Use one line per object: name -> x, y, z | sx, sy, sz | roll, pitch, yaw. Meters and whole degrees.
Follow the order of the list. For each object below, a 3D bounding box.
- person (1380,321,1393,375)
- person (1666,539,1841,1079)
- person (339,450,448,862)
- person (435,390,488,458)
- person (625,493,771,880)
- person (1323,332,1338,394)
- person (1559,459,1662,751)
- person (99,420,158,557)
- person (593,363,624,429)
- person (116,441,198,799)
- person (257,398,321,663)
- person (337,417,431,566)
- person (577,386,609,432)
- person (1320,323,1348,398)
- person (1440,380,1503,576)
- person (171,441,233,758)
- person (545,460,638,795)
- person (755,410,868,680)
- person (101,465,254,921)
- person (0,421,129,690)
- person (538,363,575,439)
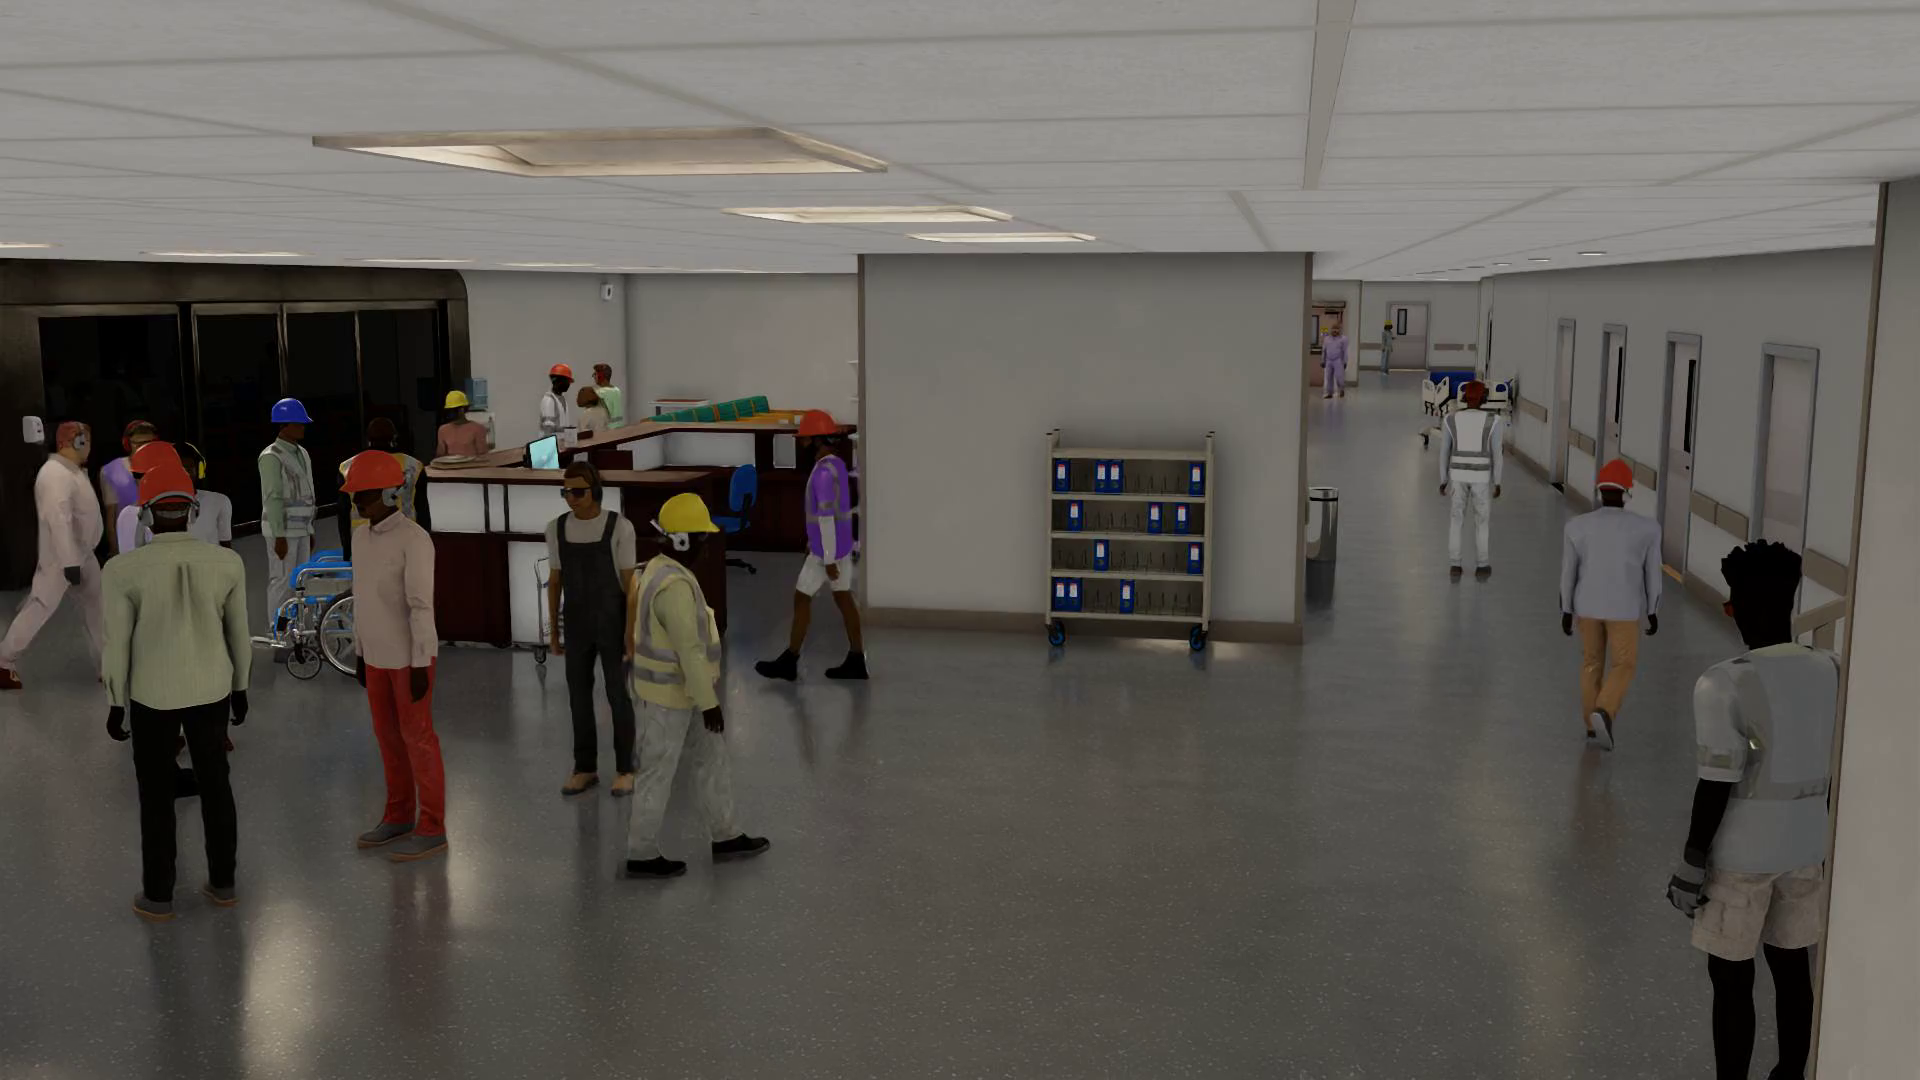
person -> 13.694, -6.149, 53.263 | 0.487, 1.746, 0.290 | -7, 11, -39
person -> 2.532, 0.972, 5.301 | 0.604, 1.959, 0.378 | -3, 9, -21
person -> -2.747, 0.551, 8.024 | 0.608, 1.986, 0.403 | 7, 11, 38
person -> -4.944, -0.597, 16.405 | 0.543, 1.748, 0.588 | 2, 9, 14
person -> -1.211, 0.684, 7.727 | 0.807, 1.798, 0.591 | -2, 9, -10
person -> 9.799, -4.669, 43.799 | 0.511, 1.638, 0.308 | 0, 9, -3
person -> 3.836, 0.392, 9.877 | 0.563, 1.733, 0.668 | 6, 11, 35
person -> -5.872, 0.034, 12.030 | 0.585, 1.816, 0.459 | -7, 11, -37
person -> -4.293, -1.234, 20.327 | 0.373, 1.840, 0.568 | 1, 9, 10
person -> -4.317, 0.430, 9.011 | 0.549, 1.928, 0.389 | 8, 12, 44
person -> -4.927, -0.072, 12.262 | 0.400, 1.949, 0.605 | 0, 9, 1
person -> -4.115, 0.039, 11.924 | 0.628, 1.835, 0.429 | -3, 9, -18
person -> -4.349, -1.000, 19.564 | 0.690, 1.594, 0.610 | 3, 9, 22
person -> 9.420, -4.503, 41.882 | 0.667, 1.895, 0.419 | 7, 11, 39
person -> 4.892, -0.586, 15.902 | 0.583, 1.881, 0.375 | 5, 10, 29
person -> -4.507, 0.347, 9.758 | 0.534, 1.864, 0.309 | -4, 9, -23
person -> -1.992, 0.475, 9.003 | 0.522, 1.834, 0.363 | 1, 9, 7
person -> -1.042, 0.046, 11.628 | 0.849, 1.905, 0.556 | 2, 9, 13
person -> -3.428, 0.662, 7.304 | 0.413, 1.981, 0.625 | 8, 12, 44
person -> -6.224, 0.104, 11.480 | 1.005, 1.847, 0.691 | -2, 9, -13
person -> -4.653, -1.040, 18.852 | 0.514, 1.913, 0.703 | 2, 9, 10
